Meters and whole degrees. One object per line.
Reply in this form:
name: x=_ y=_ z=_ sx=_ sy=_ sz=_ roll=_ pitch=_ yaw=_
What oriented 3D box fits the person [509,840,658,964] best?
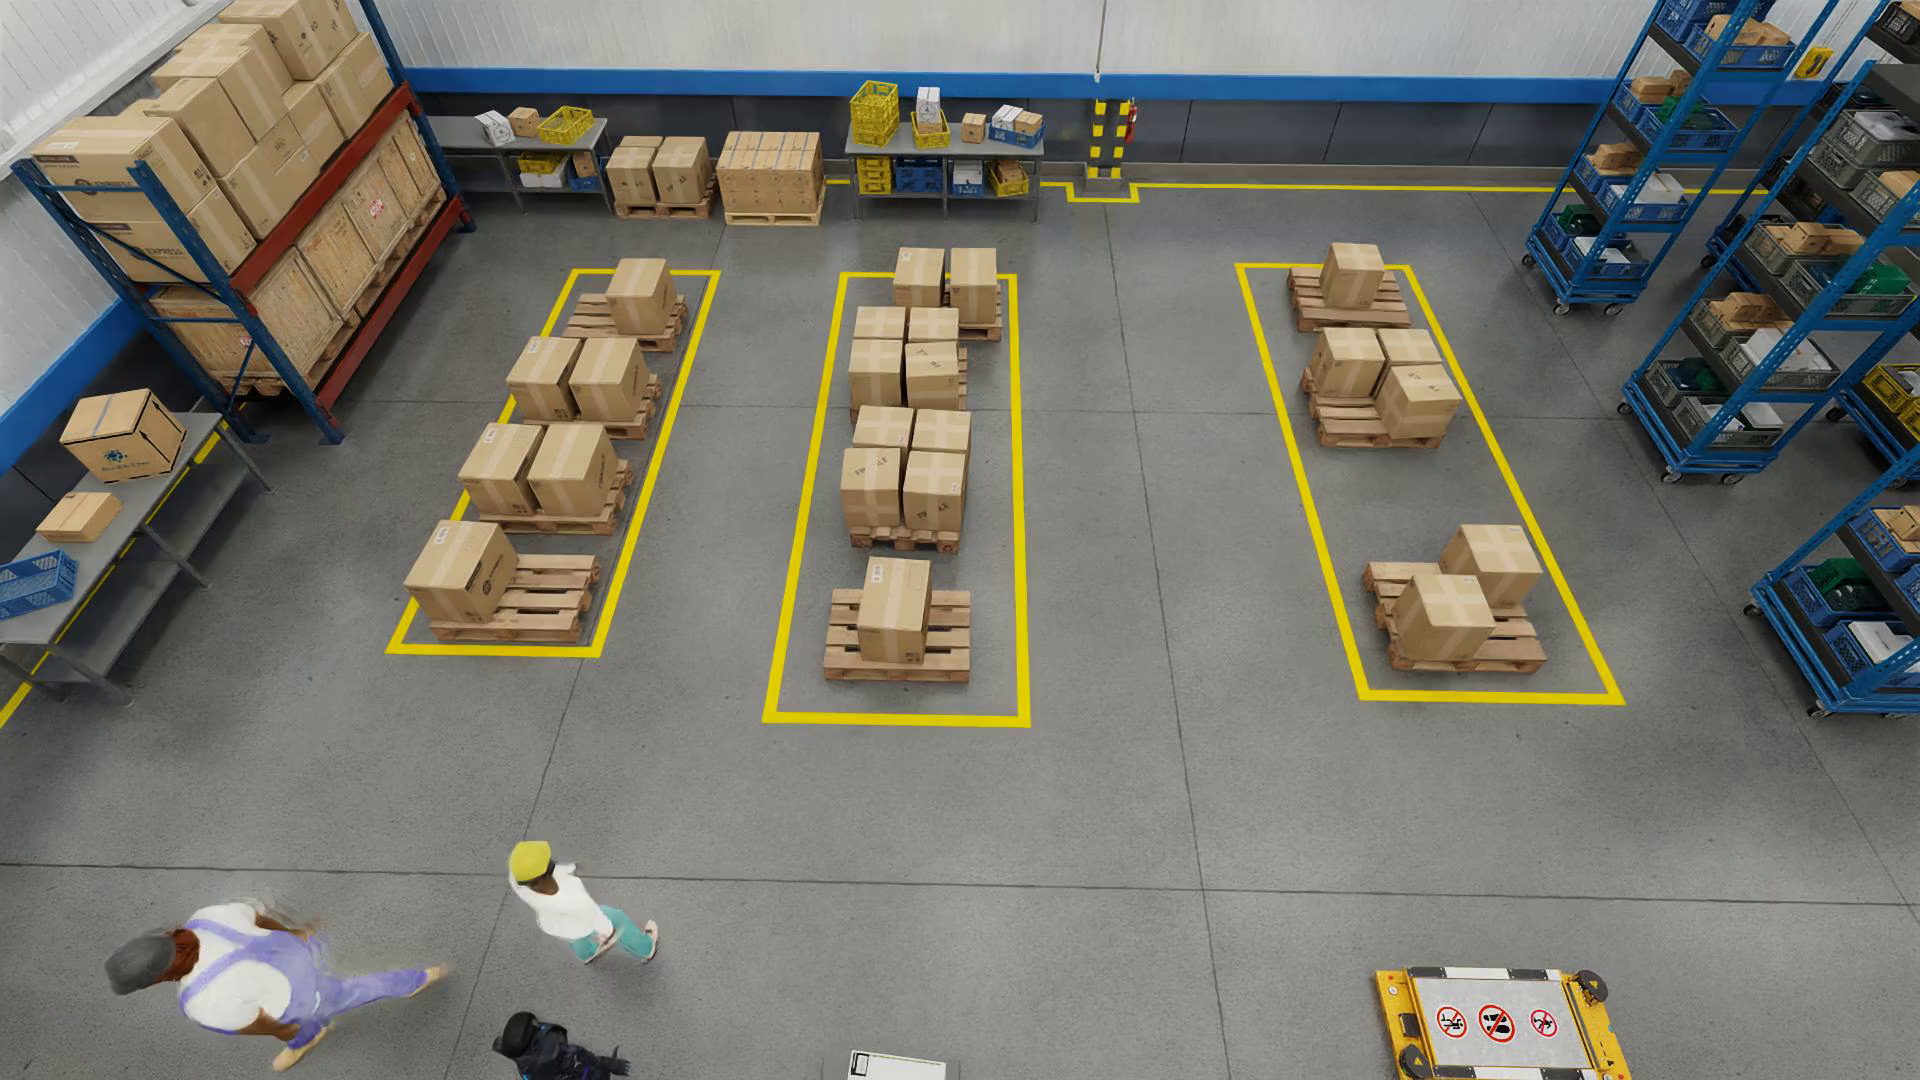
person: x=-2.354 y=2.260 z=5.690 sx=0.522 sy=1.739 sz=0.431 roll=10 pitch=51 yaw=8

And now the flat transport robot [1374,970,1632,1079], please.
flat transport robot: x=3.501 y=3.133 z=5.914 sx=1.431 sy=0.197 sz=0.652 roll=1 pitch=51 yaw=1

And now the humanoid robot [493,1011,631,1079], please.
humanoid robot: x=-2.196 y=2.973 z=5.151 sx=0.571 sy=1.651 sz=0.338 roll=5 pitch=51 yaw=4

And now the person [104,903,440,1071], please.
person: x=-3.926 y=2.507 z=5.300 sx=1.017 sy=2.000 sz=0.684 roll=-33 pitch=58 yaw=-24
